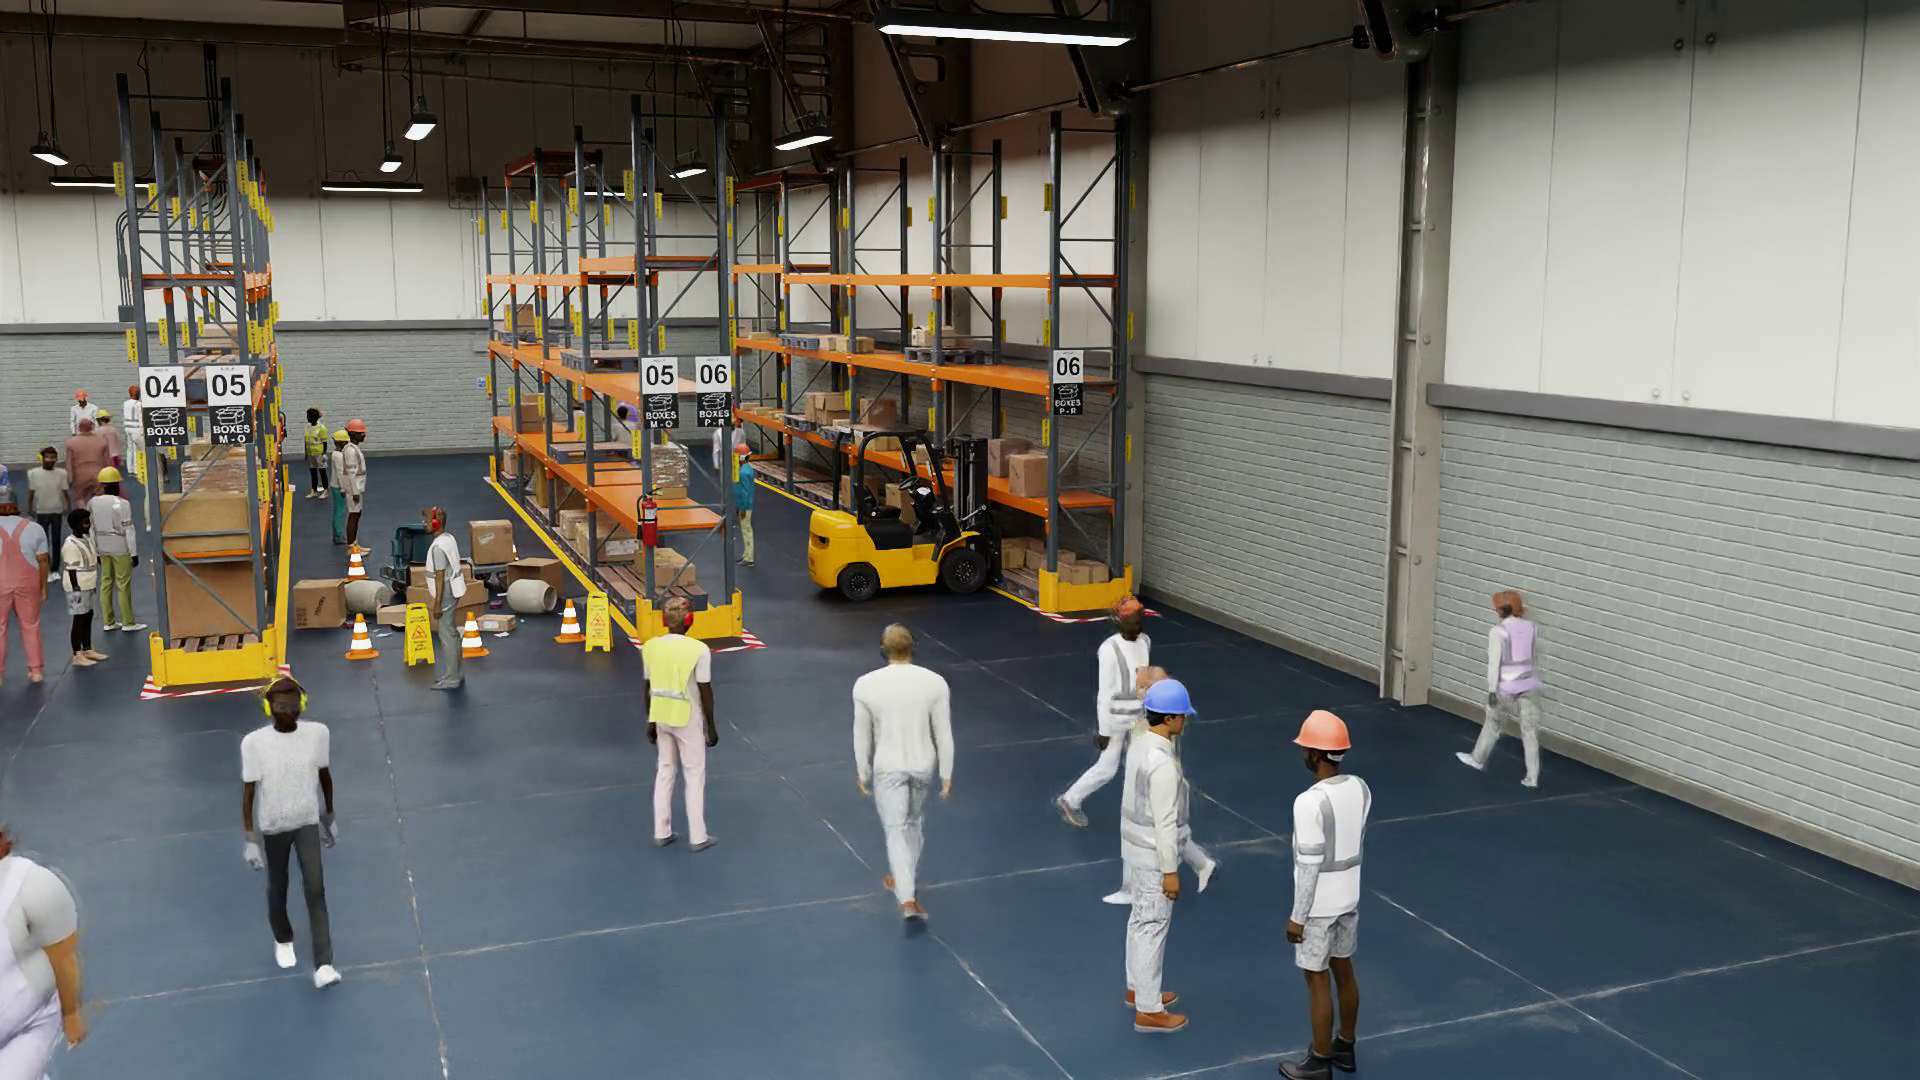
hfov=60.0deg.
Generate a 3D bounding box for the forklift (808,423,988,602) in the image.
[{"bbox_3d":[-0.830,-0.399,21.676,2.313,2.155,1.214,-4,10,-21],"label":"forklift"}]

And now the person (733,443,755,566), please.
[{"bbox_3d":[-3.092,-0.503,23.714,0.329,1.751,0.572,-1,9,-7],"label":"person"}]

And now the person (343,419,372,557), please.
[{"bbox_3d":[-8.869,-0.764,24.497,0.413,2.036,0.606,-2,9,-13],"label":"person"}]

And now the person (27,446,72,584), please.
[{"bbox_3d":[-12.231,-0.331,22.371,0.528,1.833,0.822,-7,11,-36],"label":"person"}]

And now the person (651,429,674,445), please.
[{"bbox_3d":[-4.950,-1.082,27.423,0.572,1.735,0.582,-4,10,-21],"label":"person"}]

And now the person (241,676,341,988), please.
[{"bbox_3d":[-3.879,1.695,9.683,0.552,1.817,0.996,-5,11,-31],"label":"person"}]

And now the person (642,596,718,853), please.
[{"bbox_3d":[-2.032,1.326,11.964,0.561,1.831,0.391,5,10,27],"label":"person"}]

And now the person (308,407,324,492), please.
[{"bbox_3d":[-12.345,-1.744,31.925,0.275,1.626,0.500,-4,10,-22],"label":"person"}]

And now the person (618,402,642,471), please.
[{"bbox_3d":[-6.839,-2.237,34.498,0.910,1.805,0.612,5,10,29],"label":"person"}]

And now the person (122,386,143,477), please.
[{"bbox_3d":[-16.971,-2.224,34.206,0.586,1.873,0.371,5,10,29],"label":"person"}]

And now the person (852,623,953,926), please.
[{"bbox_3d":[-0.344,1.497,10.704,0.628,1.904,0.905,-3,9,-18],"label":"person"}]

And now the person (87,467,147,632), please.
[{"bbox_3d":[-9.798,0.112,19.288,0.587,1.930,0.360,2,9,14],"label":"person"}]

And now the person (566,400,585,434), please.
[{"bbox_3d":[-7.885,-2.099,34.135,0.264,1.632,0.508,6,11,35],"label":"person"}]

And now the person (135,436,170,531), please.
[{"bbox_3d":[-13.035,-1.067,26.897,0.509,1.872,0.328,0,9,2],"label":"person"}]

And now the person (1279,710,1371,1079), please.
[{"bbox_3d":[1.843,1.823,8.495,0.548,1.937,0.379,-9,12,-43],"label":"person"}]

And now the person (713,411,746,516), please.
[{"bbox_3d":[-3.947,-1.323,28.657,0.595,1.833,0.403,-4,10,-22],"label":"person"}]

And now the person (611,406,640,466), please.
[{"bbox_3d":[-5.991,-1.491,29.748,0.551,1.816,0.991,-3,10,-21],"label":"person"}]

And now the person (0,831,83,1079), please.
[{"bbox_3d":[-4.155,1.978,7.197,0.691,2.000,1.019,1,9,5],"label":"person"}]

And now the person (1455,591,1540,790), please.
[{"bbox_3d":[4.455,1.191,13.550,0.574,1.592,0.825,-4,10,-22],"label":"person"}]

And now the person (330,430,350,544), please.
[{"bbox_3d":[-9.545,-0.816,25.687,0.350,1.758,0.522,-4,10,-23],"label":"person"}]

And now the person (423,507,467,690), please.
[{"bbox_3d":[-5.147,0.579,16.661,0.388,1.837,0.560,-2,9,-11],"label":"person"}]

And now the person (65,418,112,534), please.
[{"bbox_3d":[-13.812,-0.992,26.383,0.663,1.892,0.577,-6,11,-33],"label":"person"}]

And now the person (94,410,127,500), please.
[{"bbox_3d":[-15.217,-1.466,29.867,0.641,1.728,0.541,2,9,13],"label":"person"}]

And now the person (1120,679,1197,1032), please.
[{"bbox_3d":[1.089,1.719,9.156,0.419,1.939,0.607,-1,9,-5],"label":"person"}]

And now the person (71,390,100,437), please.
[{"bbox_3d":[-18.393,-2.285,34.976,0.574,1.739,0.349,-2,9,-10],"label":"person"}]

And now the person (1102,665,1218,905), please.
[{"bbox_3d":[1.326,1.602,10.902,0.699,1.612,0.521,1,9,6],"label":"person"}]

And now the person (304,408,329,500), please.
[{"bbox_3d":[-11.901,-1.589,30.729,0.530,1.695,0.321,4,10,24],"label":"person"}]

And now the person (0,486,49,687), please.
[{"bbox_3d":[-9.604,0.447,16.834,0.685,2.000,0.537,-7,11,-36],"label":"person"}]

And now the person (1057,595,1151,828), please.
[{"bbox_3d":[1.139,1.288,12.154,0.908,1.857,0.618,7,12,39],"label":"person"}]

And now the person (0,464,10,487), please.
[{"bbox_3d":[-12.729,-0.330,21.718,0.373,2.043,0.614,7,12,39],"label":"person"}]

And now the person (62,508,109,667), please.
[{"bbox_3d":[-9.305,0.500,17.613,0.319,1.690,0.540,-1,9,-9],"label":"person"}]
